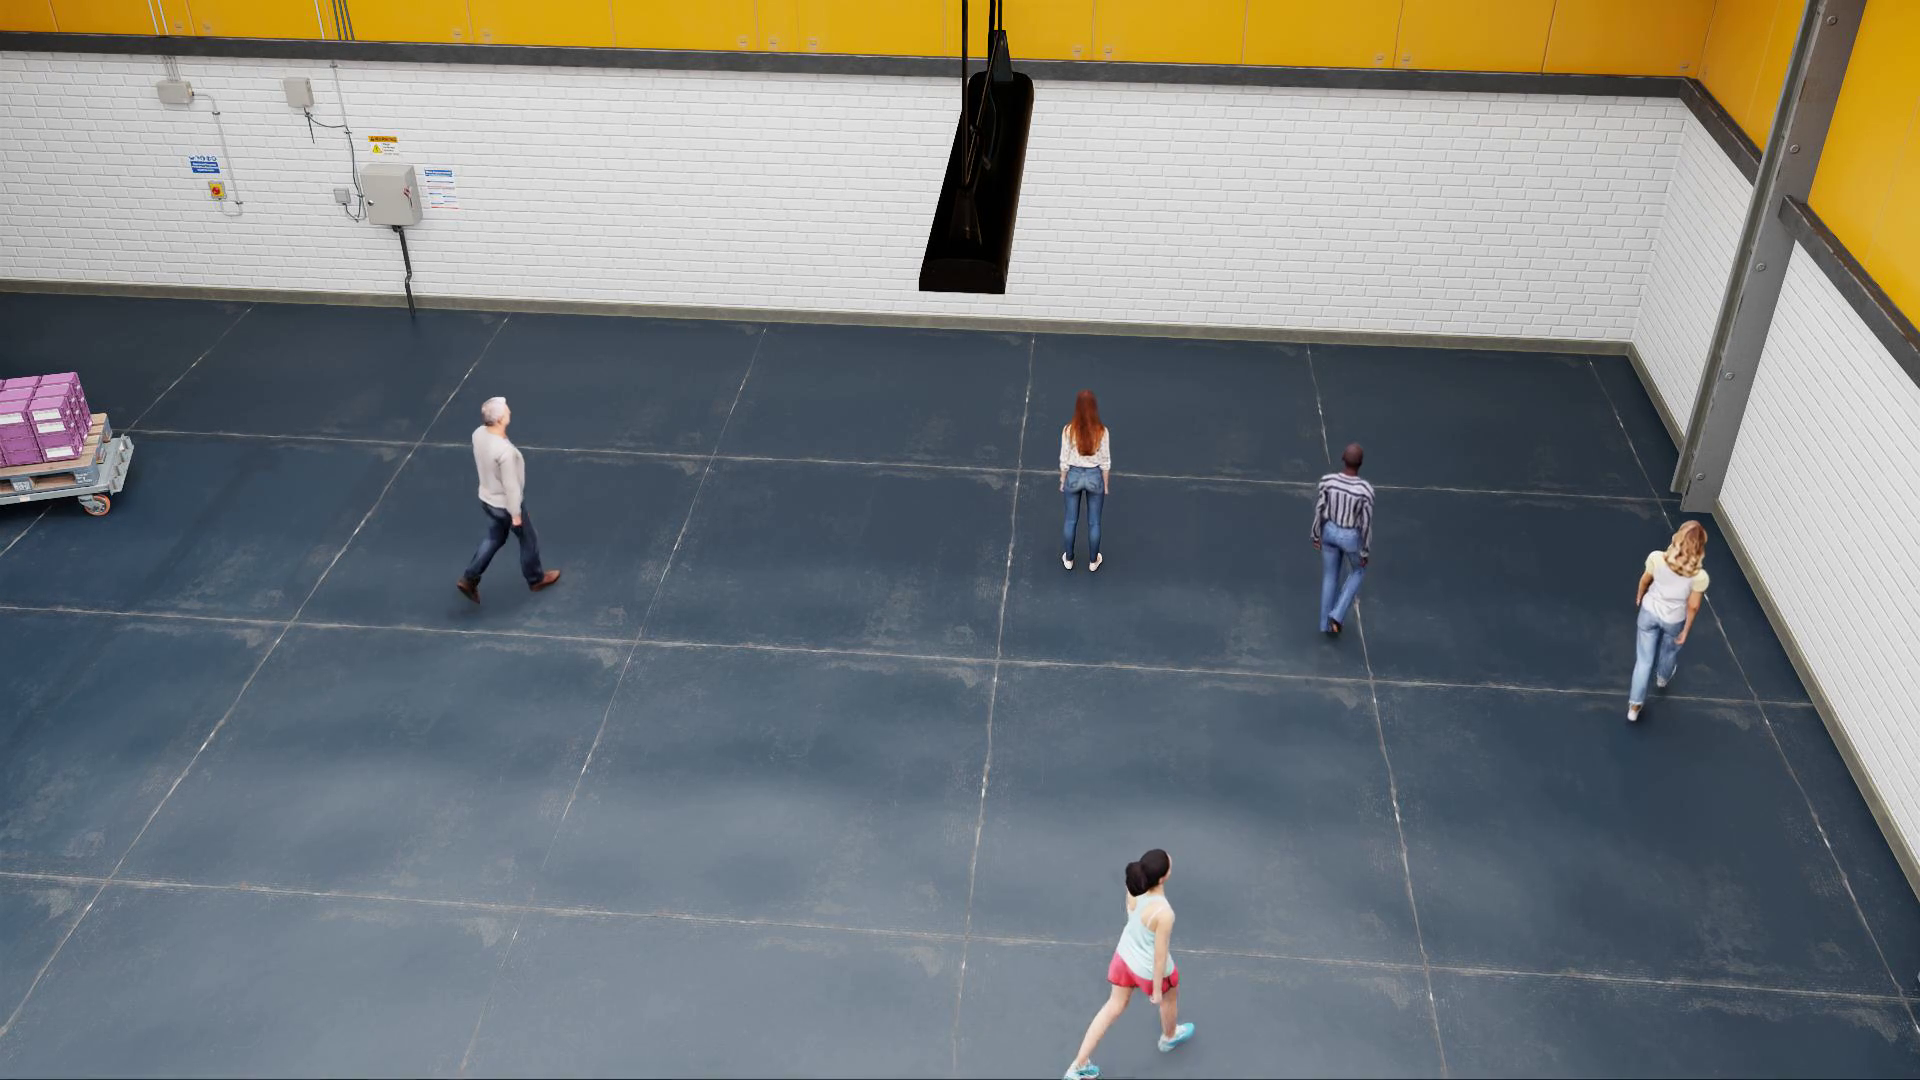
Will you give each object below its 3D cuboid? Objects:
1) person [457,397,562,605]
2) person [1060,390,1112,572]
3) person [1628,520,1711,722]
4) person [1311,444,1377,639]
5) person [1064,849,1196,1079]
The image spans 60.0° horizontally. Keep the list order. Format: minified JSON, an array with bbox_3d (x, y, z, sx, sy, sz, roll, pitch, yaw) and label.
[{"bbox_3d":[-3.842,-0.286,13.738,1.262,1.886,1.165,-28,42,-35],"label":"person"},{"bbox_3d":[1.064,-0.508,14.214,0.583,1.729,0.500,4,34,6],"label":"person"},{"bbox_3d":[5.263,0.636,12.524,0.922,1.695,1.102,21,39,28],"label":"person"},{"bbox_3d":[3.030,0.075,13.289,0.779,1.781,0.784,19,38,26],"label":"person"},{"bbox_3d":[0.993,2.507,9.680,1.159,1.728,1.182,-20,39,-27],"label":"person"}]
